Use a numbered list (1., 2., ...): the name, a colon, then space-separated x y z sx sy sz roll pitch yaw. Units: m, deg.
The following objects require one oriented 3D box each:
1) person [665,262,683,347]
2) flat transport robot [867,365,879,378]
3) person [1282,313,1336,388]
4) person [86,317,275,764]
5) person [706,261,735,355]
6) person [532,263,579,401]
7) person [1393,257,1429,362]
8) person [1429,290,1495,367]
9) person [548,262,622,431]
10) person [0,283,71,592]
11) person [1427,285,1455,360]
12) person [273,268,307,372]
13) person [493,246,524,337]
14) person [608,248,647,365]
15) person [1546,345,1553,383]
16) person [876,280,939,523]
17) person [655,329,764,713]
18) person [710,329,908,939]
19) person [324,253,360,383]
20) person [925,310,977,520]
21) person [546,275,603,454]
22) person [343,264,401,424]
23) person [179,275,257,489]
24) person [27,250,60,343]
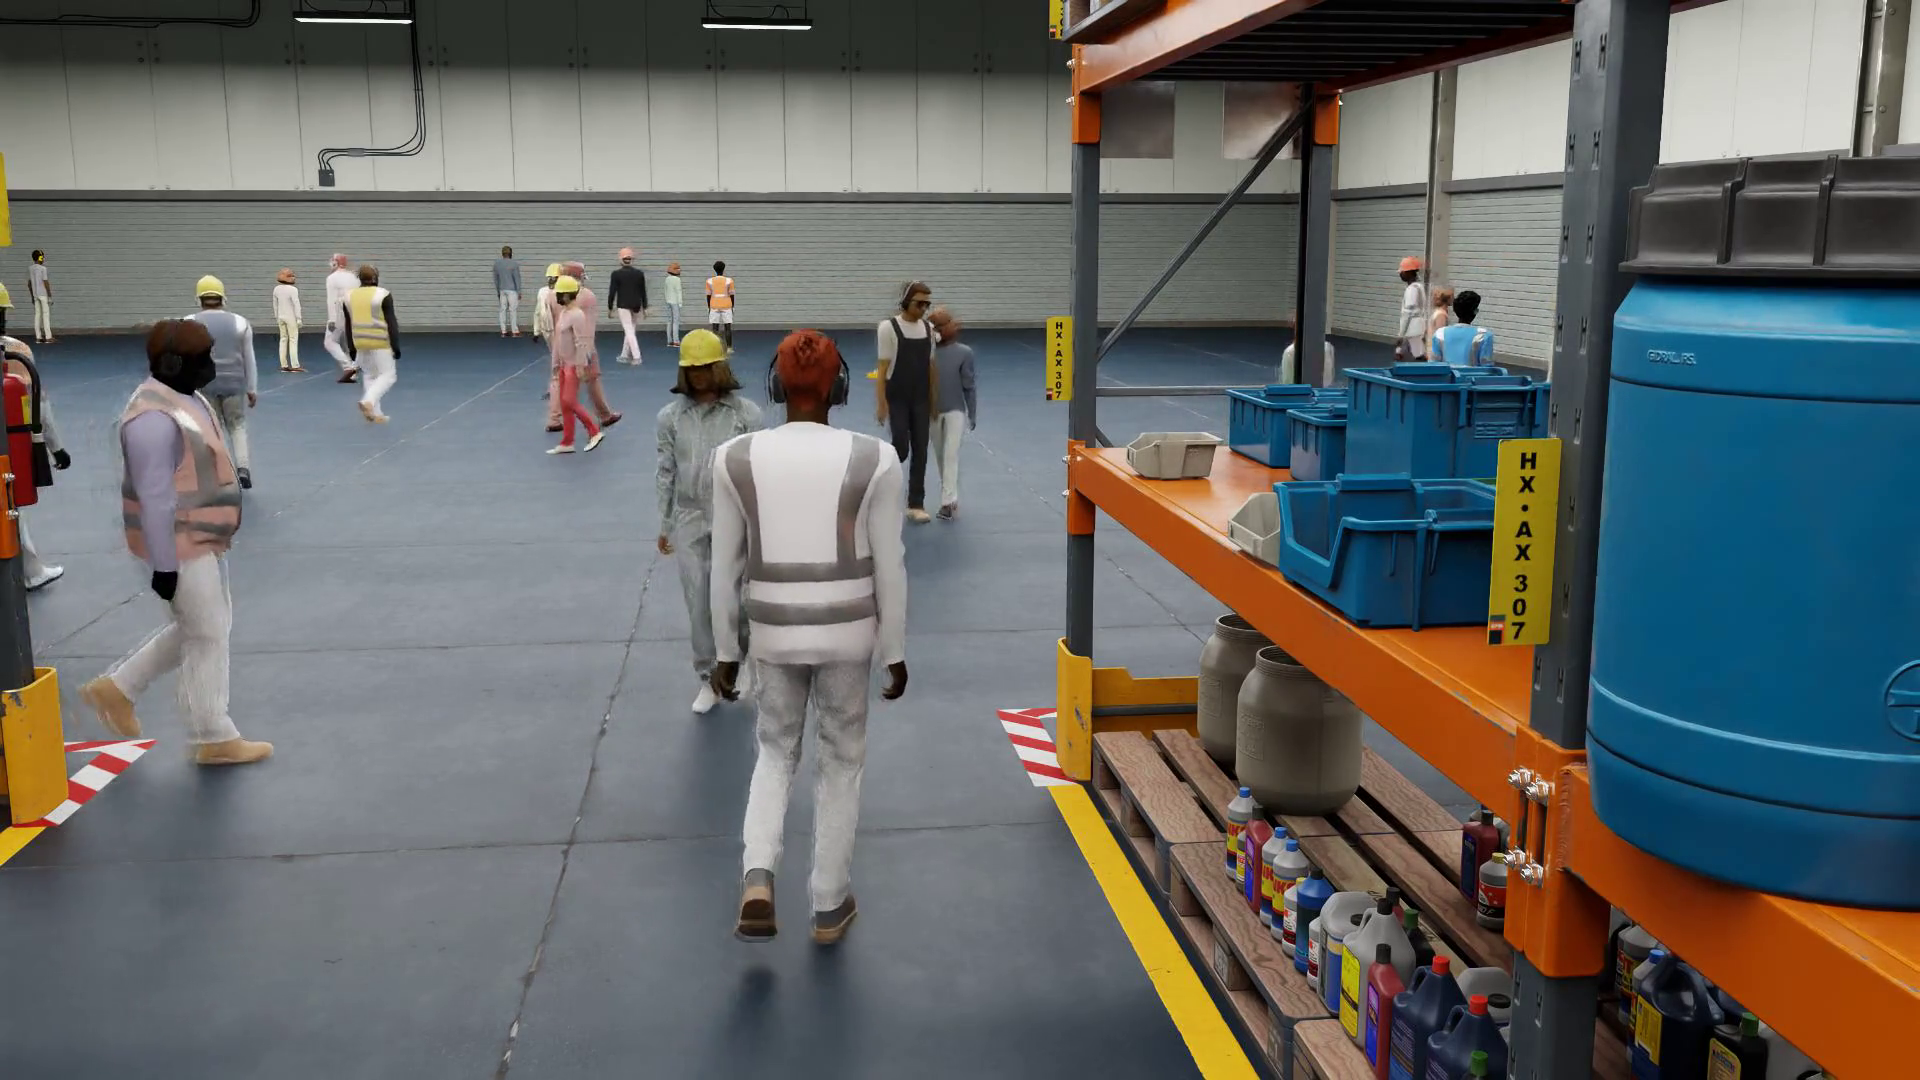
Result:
1. person: -5.571 -4.592 32.460 0.269 1.632 0.504 -9 13 -40
2. flat transport robot: -0.718 -2.577 25.154 0.652 0.197 1.431 7 12 33
3. person: 2.551 -0.904 12.269 0.527 1.621 0.422 -8 13 -36
4. person: -3.178 0.022 6.664 0.629 1.824 0.635 -3 11 -14
5. person: -4.334 -4.202 30.154 0.533 1.697 0.318 0 10 -2
6. person: -5.310 -2.763 22.027 0.582 1.796 0.931 4 11 22
7. person: 5.893 -2.696 21.421 1.031 1.885 0.555 4 11 20
8. person: 4.121 -1.198 13.681 0.540 1.695 0.317 7 13 36
9. person: -4.239 -2.142 18.457 0.650 1.846 1.024 5 11 25
10. person: -5.539 -0.572 9.723 0.598 1.890 0.906 3 11 16
11. person: 5.204 -1.984 18.203 0.764 1.609 0.519 4 11 20
12. person: -10.611 -3.467 26.295 0.507 1.632 0.264 5 11 25
13. person: -9.614 -5.284 35.420 0.630 1.940 0.370 3 11 18
14. person: -5.572 -3.912 27.898 0.633 1.947 1.016 -8 13 -38
15. person: 4.623 -0.955 12.318 0.534 1.708 0.903 1 10 6
16. person: -0.443 -1.044 12.514 0.562 1.817 0.574 -7 13 -34
17. person: -1.120 -0.074 7.432 0.501 1.727 0.358 1 10 6
18. person: -0.453 0.315 4.928 0.584 1.870 0.507 2 10 8
19. person: -9.013 -3.223 24.236 0.427 1.892 0.676 3 11 18
20. person: -0.136 -0.970 12.756 0.513 1.580 0.875 2 10 9
21. person: -3.840 -1.710 16.323 0.452 1.761 0.545 -6 12 -29
22. person: -6.685 -2.203 18.842 0.638 1.824 0.594 3 11 18
23. person: -6.141 -1.269 13.751 0.594 1.818 0.414 -7 12 -33
24. person: -18.497 -4.896 33.503 0.507 1.865 0.329 3 11 17
